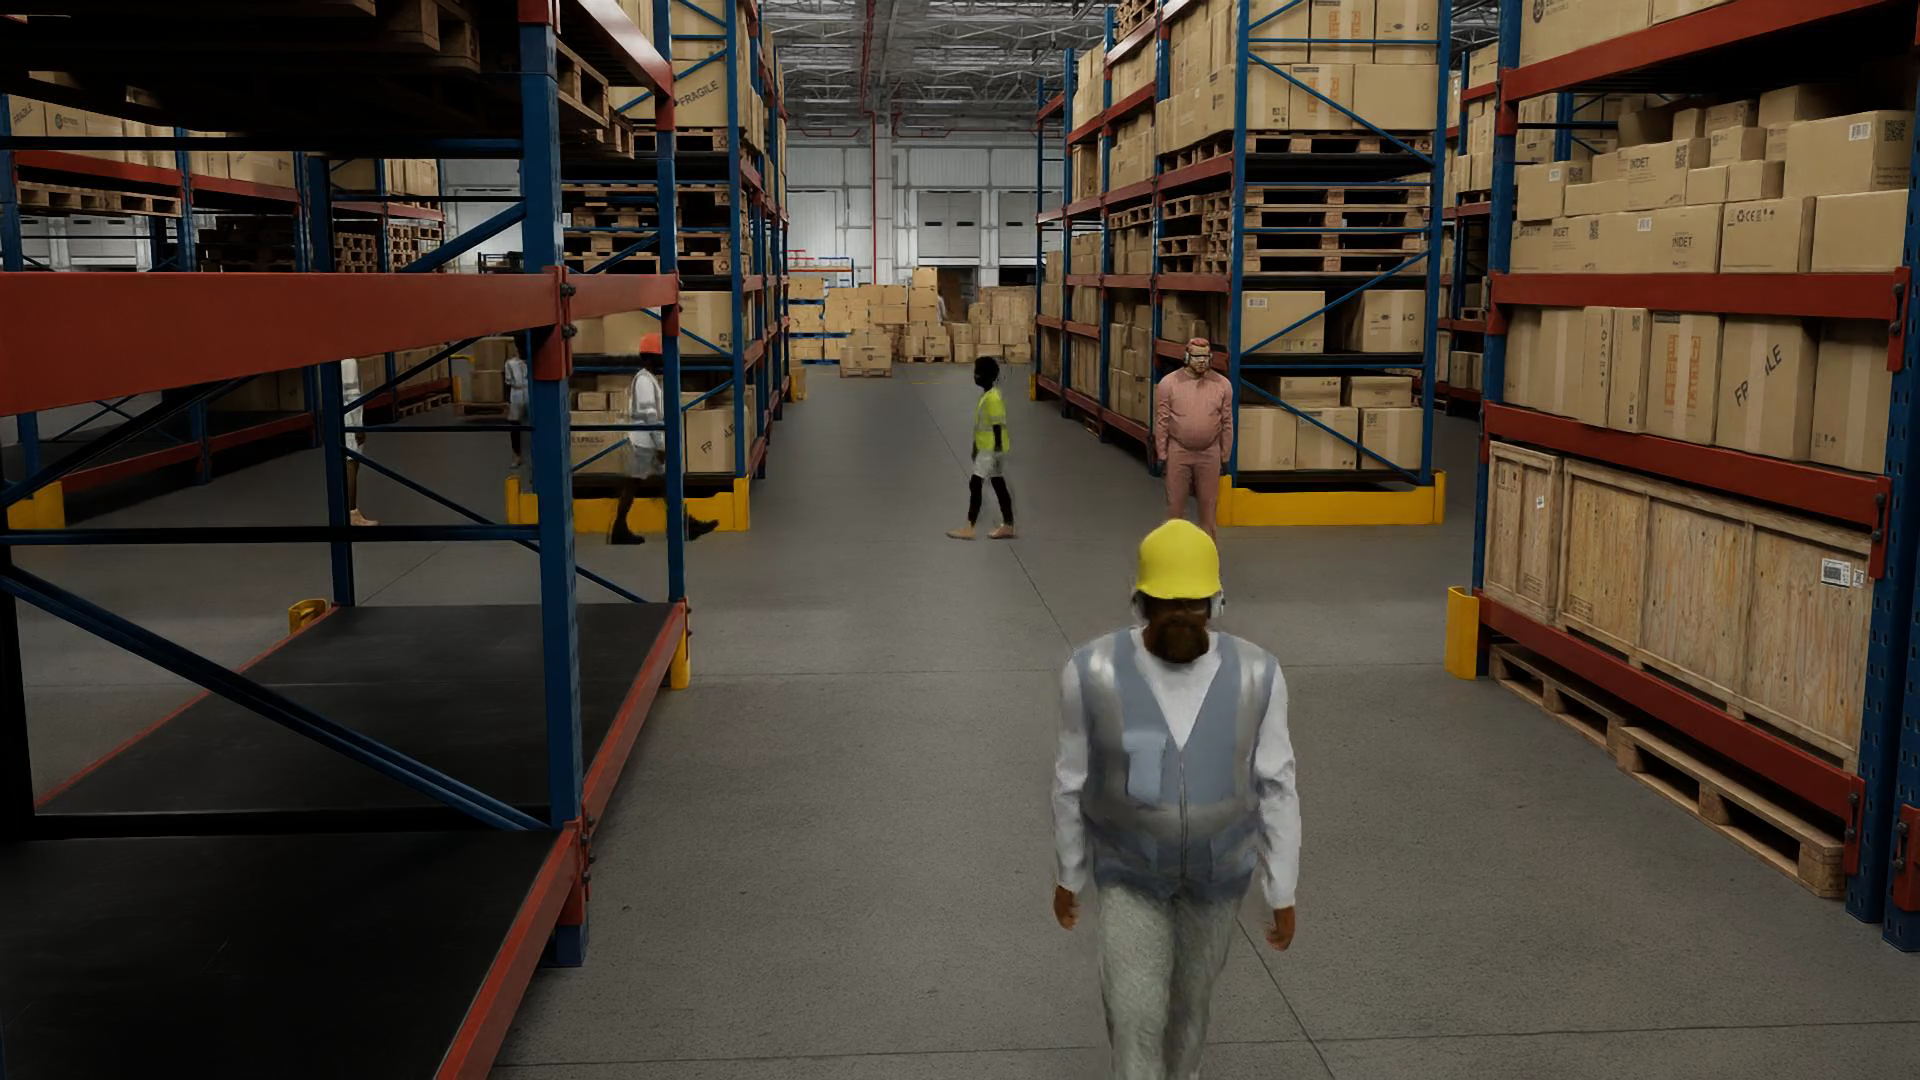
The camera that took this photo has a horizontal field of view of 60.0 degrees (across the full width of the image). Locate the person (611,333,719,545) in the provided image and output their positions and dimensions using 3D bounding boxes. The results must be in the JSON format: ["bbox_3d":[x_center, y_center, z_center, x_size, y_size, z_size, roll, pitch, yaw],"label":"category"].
[{"bbox_3d":[-2.677,-0.885,14.791,0.992,1.881,0.574,0,9,-3],"label":"person"}]

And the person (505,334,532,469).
[{"bbox_3d":[-5.360,-1.691,20.520,0.539,1.682,0.525,0,9,-3],"label":"person"}]

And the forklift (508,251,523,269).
[{"bbox_3d":[-7.569,-3.783,29.881,1.129,2.768,1.873,-1,9,-4],"label":"forklift"}]

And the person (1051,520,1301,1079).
[{"bbox_3d":[0.550,0.856,4.133,0.621,1.792,0.872,0,9,-1],"label":"person"}]

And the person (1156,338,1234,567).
[{"bbox_3d":[1.928,-0.707,13.661,0.642,1.900,0.401,0,9,0],"label":"person"}]

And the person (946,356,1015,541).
[{"bbox_3d":[0.171,-0.816,15.042,0.764,1.664,0.550,-1,9,-6],"label":"person"}]

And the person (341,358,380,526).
[{"bbox_3d":[-5.782,-1.112,15.726,0.379,2.045,0.605,-8,12,-41],"label":"person"}]

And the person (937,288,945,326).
[{"bbox_3d":[-0.804,-7.978,59.173,0.635,1.936,0.355,7,11,37],"label":"person"}]
